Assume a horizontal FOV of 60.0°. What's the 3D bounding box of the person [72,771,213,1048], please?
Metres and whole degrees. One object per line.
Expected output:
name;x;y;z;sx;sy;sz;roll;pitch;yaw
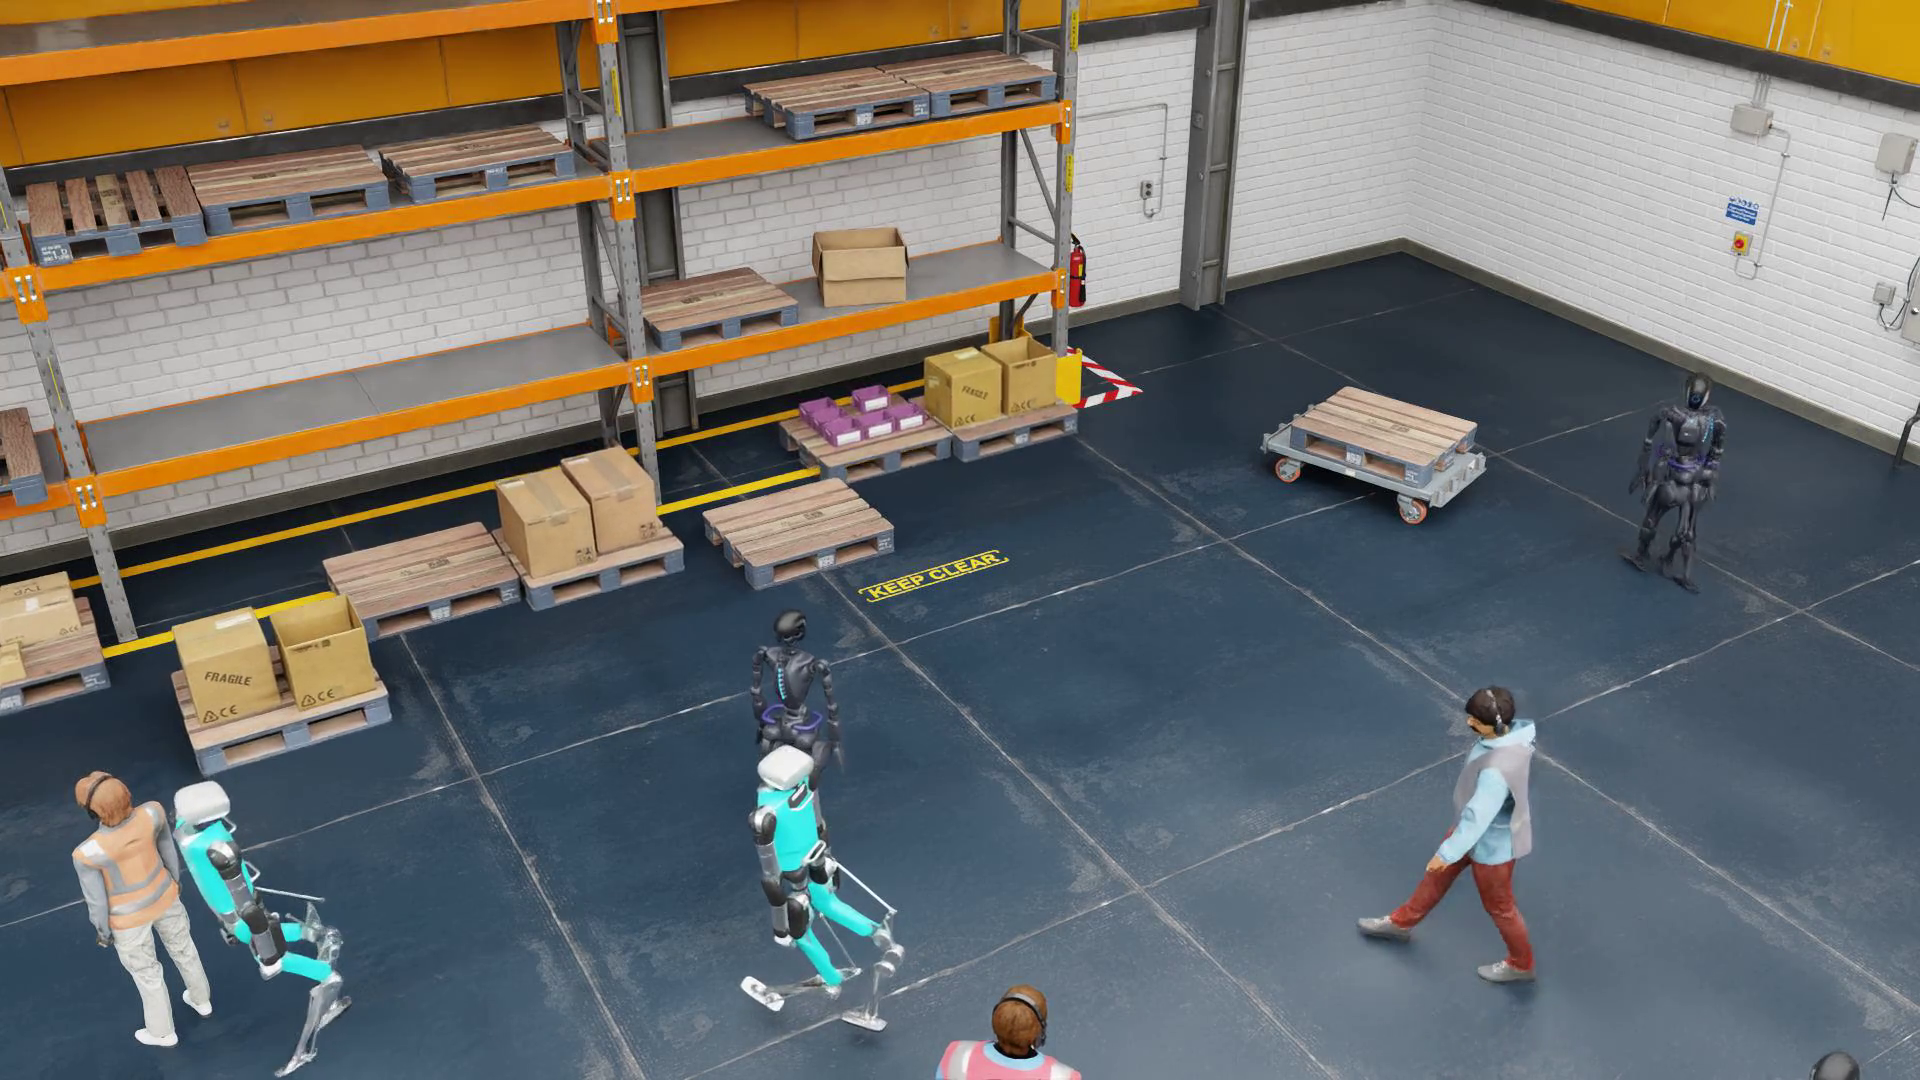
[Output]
person;-4.092;1.840;8.319;0.306;1.643;0.513;14;32;23

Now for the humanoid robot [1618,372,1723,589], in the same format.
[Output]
humanoid robot;5.368;-0.464;12.395;0.613;1.624;0.688;-10;31;-17

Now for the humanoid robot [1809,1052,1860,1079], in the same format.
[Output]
humanoid robot;3.446;2.691;6.783;0.600;1.639;0.404;23;37;35

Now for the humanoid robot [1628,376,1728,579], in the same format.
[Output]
humanoid robot;5.335;-0.481;12.396;0.609;1.643;0.335;10;31;17

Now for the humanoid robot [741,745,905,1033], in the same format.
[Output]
humanoid robot;-0.652;1.821;8.270;1.031;1.727;0.547;13;32;22

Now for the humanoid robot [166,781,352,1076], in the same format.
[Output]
humanoid robot;-3.323;1.832;8.232;0.533;1.762;0.830;24;37;36

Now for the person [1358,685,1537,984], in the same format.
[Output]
person;2.697;1.541;8.664;0.952;1.824;0.530;5;30;9

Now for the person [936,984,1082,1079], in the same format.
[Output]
person;0.219;2.563;6.855;0.628;1.838;0.432;9;31;15

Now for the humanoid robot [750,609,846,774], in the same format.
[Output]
humanoid robot;-0.937;1.117;9.562;0.597;1.647;0.455;12;31;20
